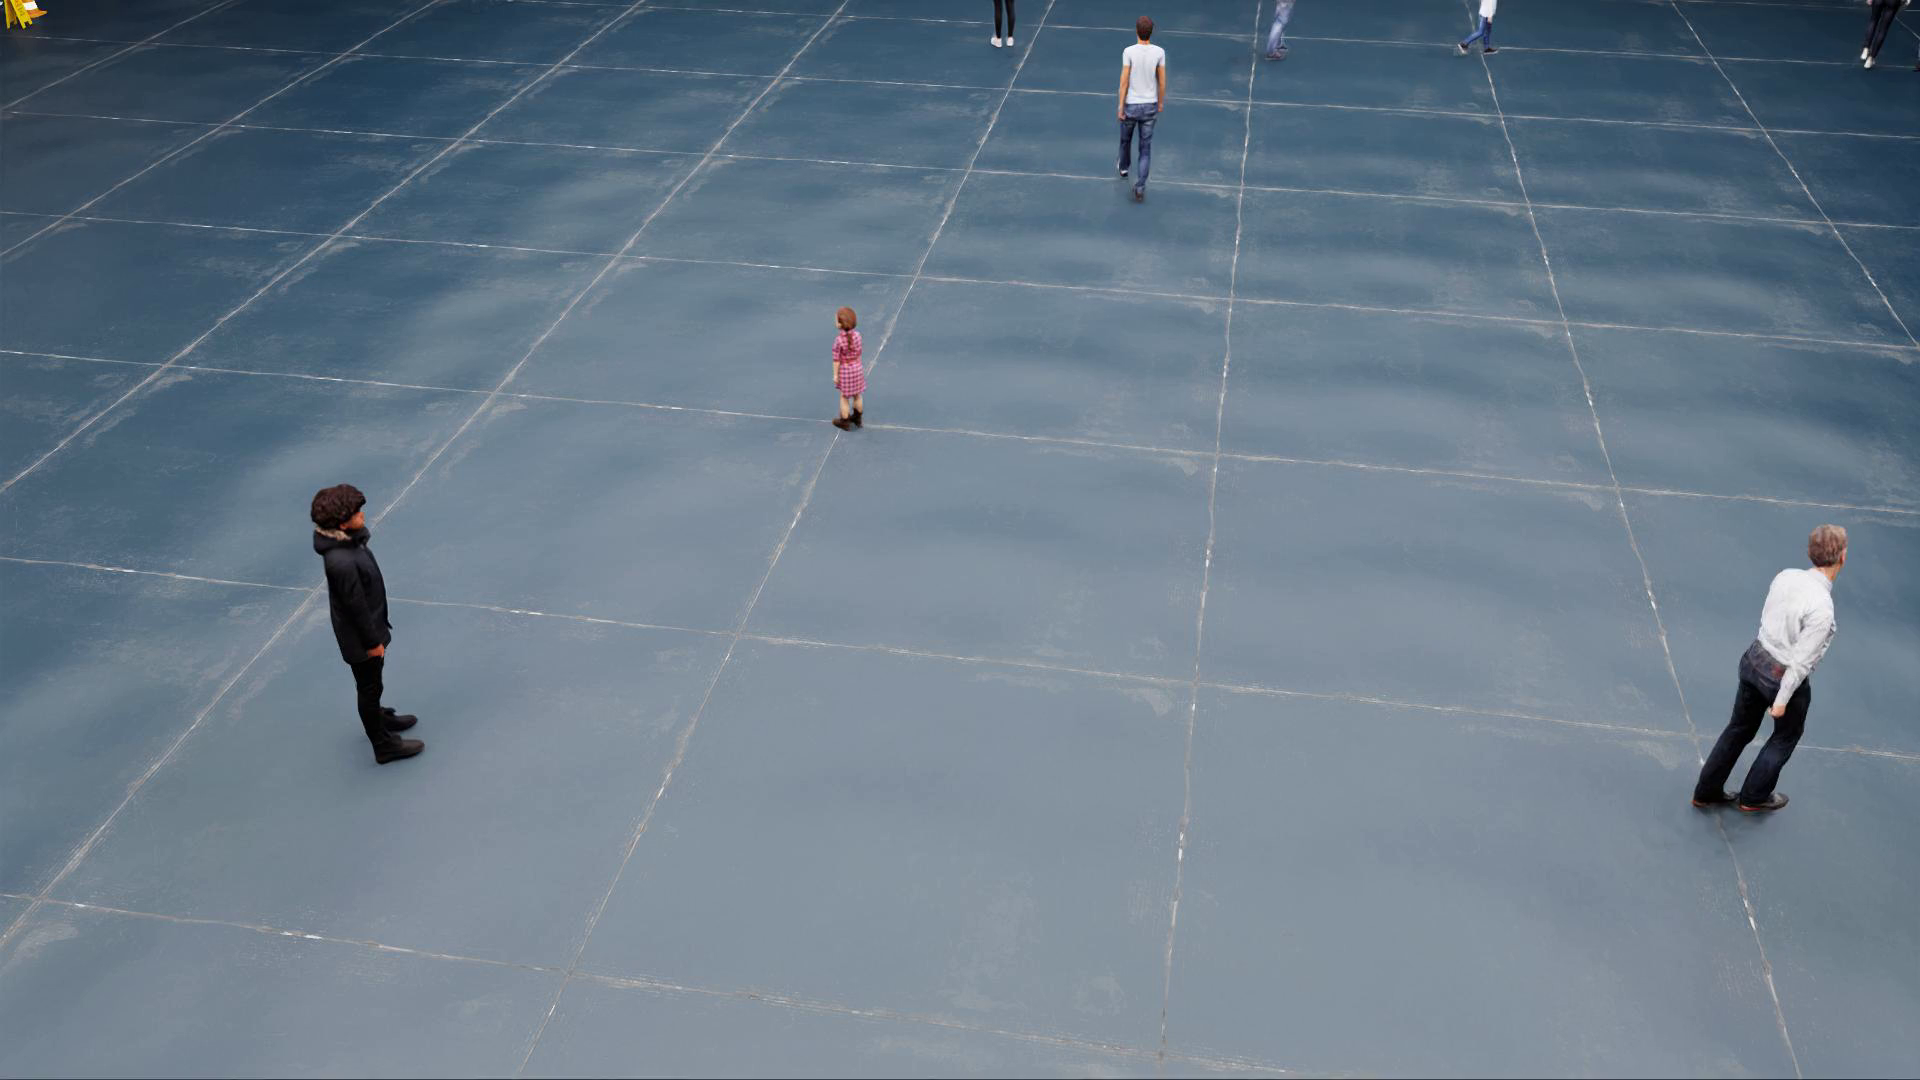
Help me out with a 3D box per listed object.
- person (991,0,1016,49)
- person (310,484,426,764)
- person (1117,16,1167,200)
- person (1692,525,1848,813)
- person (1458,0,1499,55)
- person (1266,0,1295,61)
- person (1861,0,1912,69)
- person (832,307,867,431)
[{"bbox_3d":[0.574,-7.467,22.144,0.611,1.743,0.728,-8,33,-12],"label":"person"},{"bbox_3d":[-3.443,0.481,9.518,0.744,1.771,0.725,-11,34,-17],"label":"person"},{"bbox_3d":[1.891,-4.451,17.282,1.129,1.829,0.891,-2,32,-3],"label":"person"},{"bbox_3d":[4.395,0.764,9.067,0.883,1.774,0.813,-2,32,-3],"label":"person"},{"bbox_3d":[6.886,-6.935,21.906,0.787,1.096,0.501,1,32,2],"label":"person"},{"bbox_3d":[4.134,-7.159,21.572,0.923,1.832,0.874,-15,35,-22],"label":"person"},{"bbox_3d":[11.860,-6.900,21.300,0.840,1.685,0.876,24,39,33],"label":"person"},{"bbox_3d":[-0.884,-1.357,13.136,0.503,1.020,0.556,-23,39,-32],"label":"person"}]
